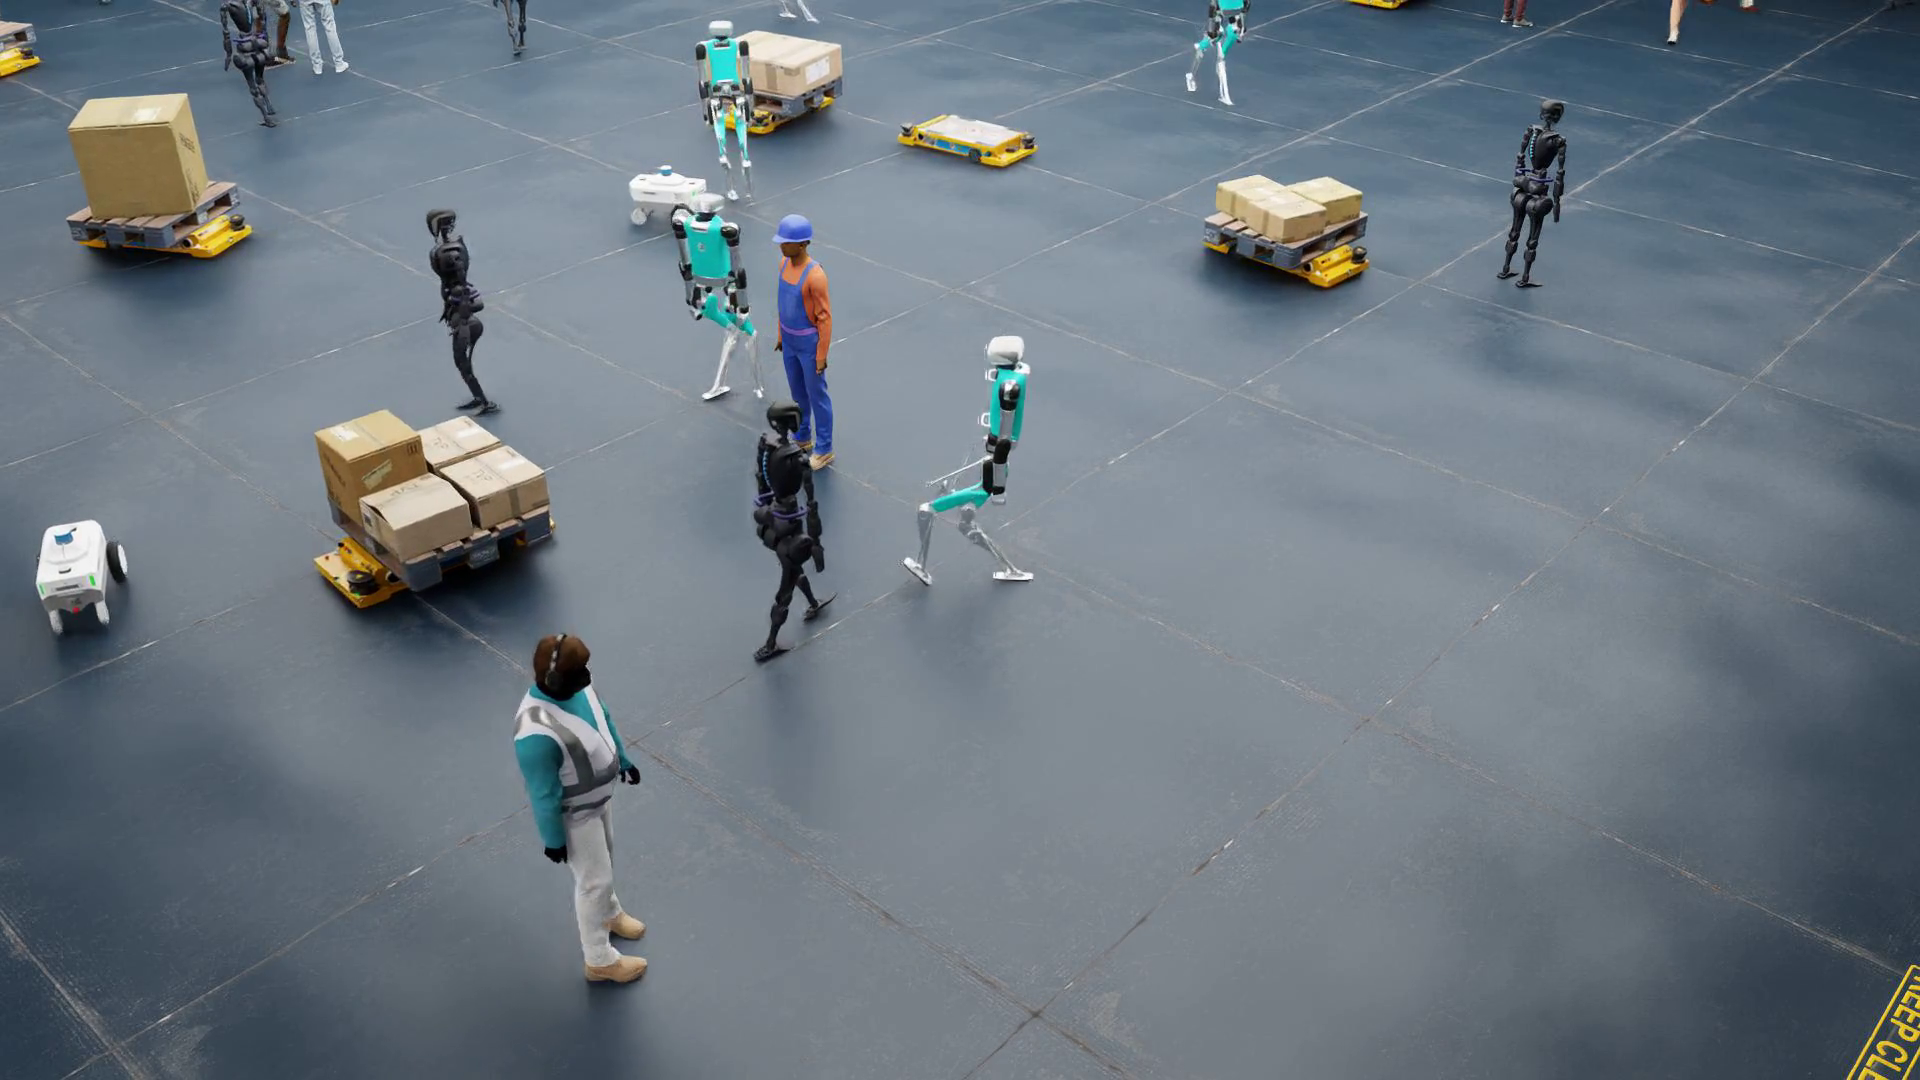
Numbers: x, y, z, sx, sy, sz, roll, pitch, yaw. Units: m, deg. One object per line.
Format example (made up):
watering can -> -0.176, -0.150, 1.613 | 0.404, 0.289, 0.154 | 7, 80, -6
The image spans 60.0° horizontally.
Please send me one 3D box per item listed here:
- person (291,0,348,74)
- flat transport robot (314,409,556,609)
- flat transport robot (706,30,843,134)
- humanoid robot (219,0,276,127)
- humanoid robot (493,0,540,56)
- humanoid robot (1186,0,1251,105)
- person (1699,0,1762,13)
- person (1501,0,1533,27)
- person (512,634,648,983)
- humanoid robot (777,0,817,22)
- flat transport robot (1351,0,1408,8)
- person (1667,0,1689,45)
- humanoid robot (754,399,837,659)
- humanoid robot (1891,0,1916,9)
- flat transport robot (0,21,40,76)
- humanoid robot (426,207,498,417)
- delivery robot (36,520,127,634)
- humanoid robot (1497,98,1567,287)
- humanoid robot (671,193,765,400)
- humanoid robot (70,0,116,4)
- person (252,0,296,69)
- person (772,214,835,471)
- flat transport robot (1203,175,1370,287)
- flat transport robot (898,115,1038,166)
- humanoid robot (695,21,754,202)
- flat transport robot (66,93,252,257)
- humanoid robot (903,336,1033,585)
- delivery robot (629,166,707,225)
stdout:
person -> -7.929, -6.691, 20.366 | 0.587, 1.920, 0.391 | -7, 33, -11
flat transport robot -> -3.480, 0.015, 11.130 | 1.431, 0.231, 0.659 | -26, 40, -35
flat transport robot -> -2.130, -5.016, 19.232 | 0.659, 0.231, 1.431 | 17, 36, 26
humanoid robot -> -7.987, -5.485, 18.656 | 0.448, 1.650, 0.587 | 19, 36, 27
humanoid robot -> -5.646, -7.012, 21.137 | 0.589, 1.632, 0.717 | -16, 35, -24
humanoid robot -> 2.980, -6.074, 19.557 | 0.533, 1.766, 0.959 | -14, 34, -21
person -> 10.806, -8.251, 23.017 | 0.520, 1.782, 0.983 | -18, 36, -26
person -> 7.612, -7.827, 22.302 | 0.380, 1.806, 0.548 | -12, 34, -19
person -> -1.744, 1.207, 7.735 | 0.513, 1.829, 0.635 | 1, 32, 2
humanoid robot -> -2.332, -7.832, 22.403 | 0.825, 1.798, 0.542 | 10, 33, 15
flat transport robot -> 6.250, -7.904, 23.881 | 0.659, 0.231, 1.431 | 24, 39, 34
person -> 9.485, -7.415, 21.627 | 0.546, 1.812, 0.965 | 10, 33, 15
humanoid robot -> -1.000, -0.102, 10.011 | 0.750, 1.626, 0.596 | -24, 39, -34
humanoid robot -> 13.308, -8.244, 23.121 | 0.660, 1.635, 0.608 | -15, 35, -23
flat transport robot -> -12.406, -6.063, 20.918 | 1.431, 0.231, 0.659 | 10, 33, 15
humanoid robot -> -3.788, -1.713, 12.584 | 0.337, 1.652, 0.599 | -18, 36, -27
delivery robot -> -5.635, 0.190, 10.593 | 0.499, 0.612, 0.805 | -11, 34, -18
humanoid robot -> 5.111, -3.101, 14.797 | 0.315, 1.659, 0.599 | -13, 34, -20
humanoid robot -> -1.782, -1.885, 12.802 | 0.538, 1.788, 0.787 | 10, 33, 16
humanoid robot -> -12.442, -8.423, 23.359 | 0.533, 1.756, 0.947 | -28, 41, -37
person -> -8.616, -6.820, 20.555 | 0.602, 1.940, 0.471 | 12, 34, 18
person -> -1.123, -1.411, 11.872 | 0.356, 1.908, 0.536 | -25, 40, -34
flat transport robot -> 3.036, -2.721, 15.535 | 0.659, 0.231, 1.431 | -28, 41, -37
flat transport robot -> 0.085, -4.388, 18.220 | 1.431, 0.231, 0.659 | 21, 38, 30
humanoid robot -> -2.287, -4.163, 16.482 | 0.530, 1.781, 0.763 | -5, 32, -8
flat transport robot -> -7.621, -2.949, 15.902 | 1.431, 0.231, 0.659 | 7, 33, 11
humanoid robot -> -0.027, -0.467, 10.538 | 0.980, 1.770, 0.530 | 2, 32, 3
delivery robot -> -2.832, -3.351, 16.297 | 0.812, 0.614, 0.499 | 7, 33, 11
